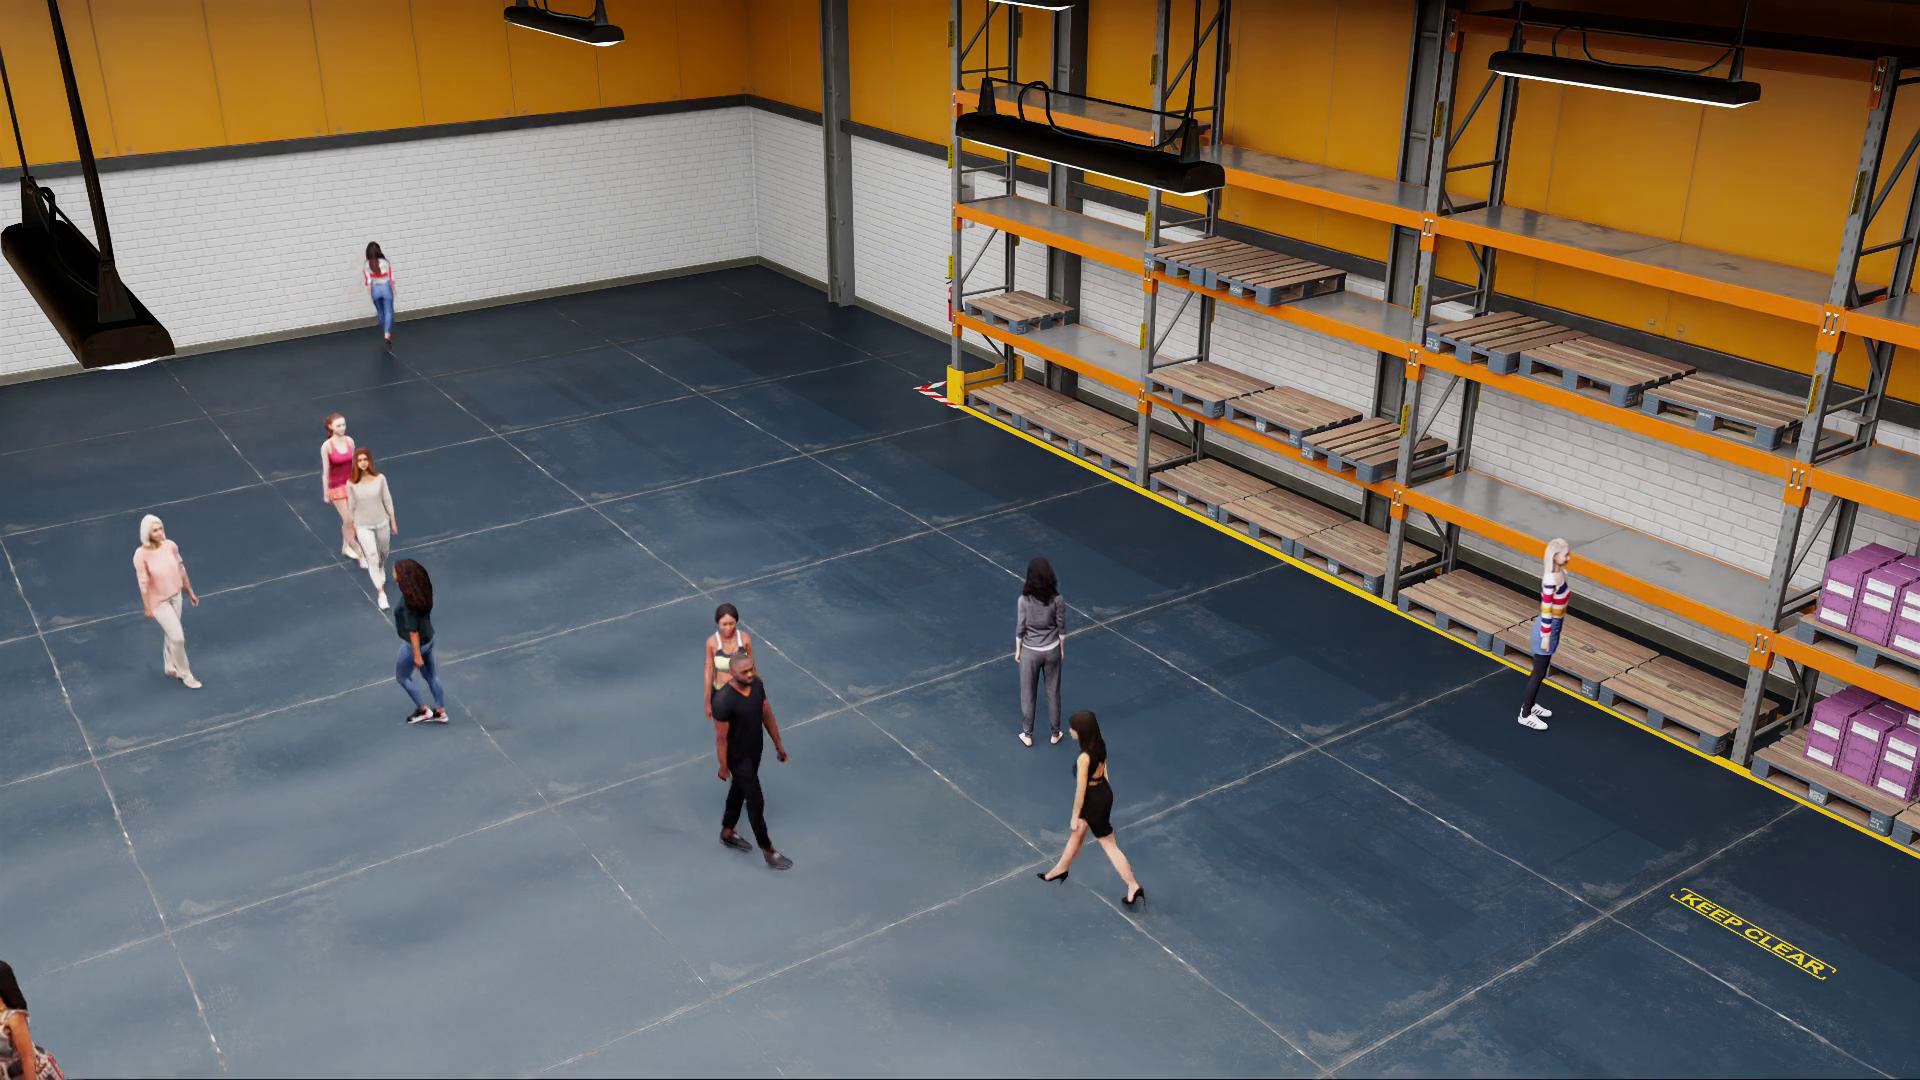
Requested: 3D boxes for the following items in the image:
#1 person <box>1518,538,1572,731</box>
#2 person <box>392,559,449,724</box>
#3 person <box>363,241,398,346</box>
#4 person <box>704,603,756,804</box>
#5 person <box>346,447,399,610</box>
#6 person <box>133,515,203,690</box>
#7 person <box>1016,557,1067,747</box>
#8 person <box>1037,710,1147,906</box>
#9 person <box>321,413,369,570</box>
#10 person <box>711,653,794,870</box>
[{"bbox_3d":[5.260,0.813,14.912,0.683,1.808,0.720,12,26,25],"label":"person"},{"bbox_3d":[-4.777,0.928,14.904,0.797,1.605,0.729,1,24,3],"label":"person"},{"bbox_3d":[-8.948,-3.795,25.729,0.902,1.587,1.138,-3,24,-8],"label":"person"},{"bbox_3d":[-1.926,1.292,13.930,0.887,1.717,1.155,-4,24,-10],"label":"person"},{"bbox_3d":[-6.135,-0.179,17.333,0.687,1.687,1.110,-12,26,-25],"label":"person"},{"bbox_3d":[-7.536,0.542,15.658,0.937,1.707,0.830,9,25,20],"label":"person"},{"bbox_3d":[0.705,0.985,14.577,0.676,1.761,0.688,-1,24,-3],"label":"person"},{"bbox_3d":[1.098,2.030,12.394,1.160,1.594,1.009,10,26,22],"label":"person"},{"bbox_3d":[-6.779,-0.573,18.186,1.073,1.725,0.771,18,29,35],"label":"person"},{"bbox_3d":[-1.762,1.664,12.988,1.132,1.789,0.949,13,27,26],"label":"person"}]
